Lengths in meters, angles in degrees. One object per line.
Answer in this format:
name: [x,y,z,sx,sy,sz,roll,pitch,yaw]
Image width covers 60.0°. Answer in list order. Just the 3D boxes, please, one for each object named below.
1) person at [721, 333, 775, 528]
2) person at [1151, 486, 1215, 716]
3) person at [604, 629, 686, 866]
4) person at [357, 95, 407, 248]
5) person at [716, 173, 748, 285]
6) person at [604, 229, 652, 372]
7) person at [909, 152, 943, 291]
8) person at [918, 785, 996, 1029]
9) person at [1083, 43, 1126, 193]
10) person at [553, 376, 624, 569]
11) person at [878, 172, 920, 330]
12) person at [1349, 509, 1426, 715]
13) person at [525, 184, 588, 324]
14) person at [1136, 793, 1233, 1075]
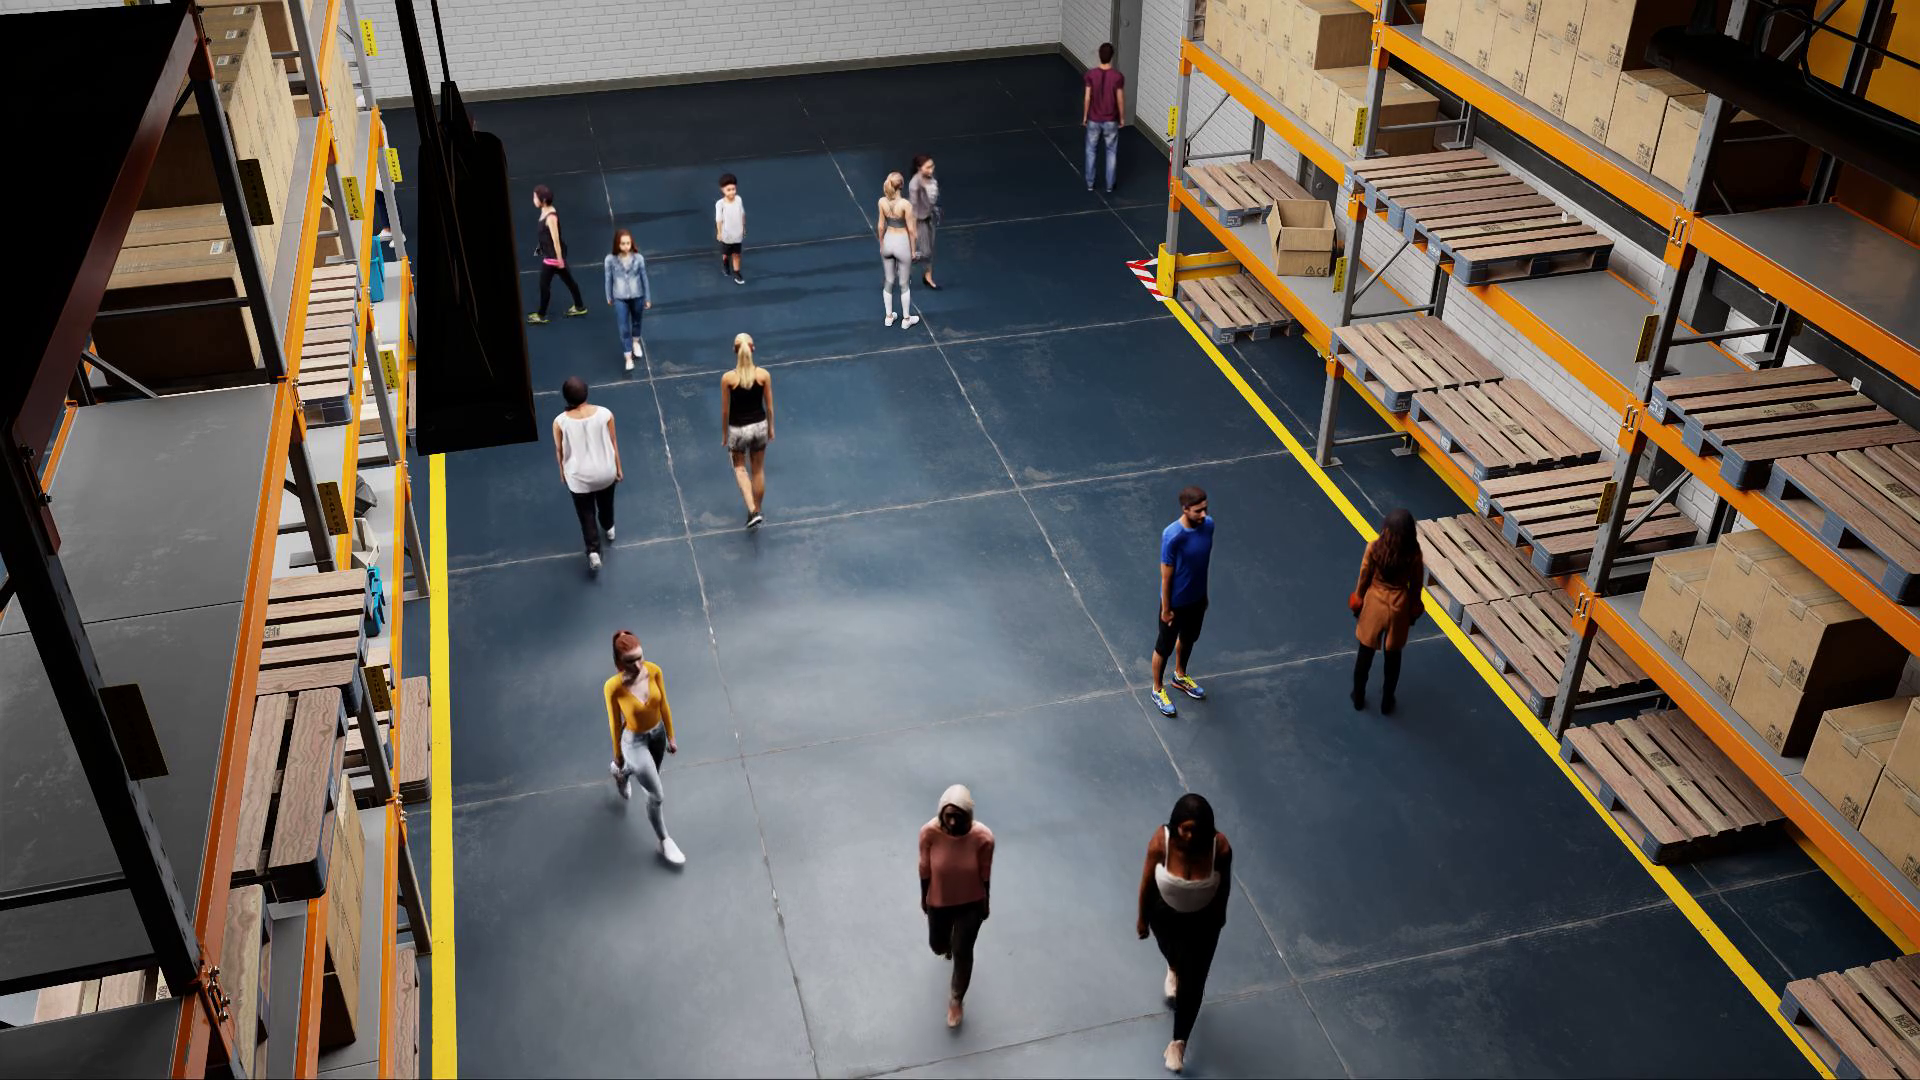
person: [-1.786,-0.887,14.124,0.619,1.833,0.793,-10,35,-14]
person: [1.624,0.399,12.156,0.690,1.869,0.687,-23,40,-31]
person: [-2.135,1.291,10.947,0.945,1.722,1.200,-28,43,-35]
person: [-6.745,-4.292,19.306,0.679,1.767,0.738,18,37,24]
person: [-2.574,-3.498,18.576,0.583,1.253,0.696,-17,37,-24]
person: [-3.361,-2.486,16.879,0.581,1.446,0.936,-8,34,-11]
person: [-0.459,-3.473,18.173,0.933,1.657,0.868,11,35,16]
person: [-0.007,2.054,9.811,0.791,1.709,0.975,3,34,5]
person: [1.768,-5.238,20.655,0.749,1.849,0.734,6,34,9]
person: [-3.065,-0.541,13.766,0.684,1.652,1.070,-10,35,-15]
person: [-0.669,-3.057,17.506,0.646,1.703,0.690,13,36,19]
person: [3.098,0.517,12.111,0.783,1.722,0.781,9,35,13]
person: [-4.227,-3.046,17.651,0.627,1.524,0.826,-6,34,-9]
person: [1.300,2.117,9.669,1.040,1.761,1.265,8,34,12]
